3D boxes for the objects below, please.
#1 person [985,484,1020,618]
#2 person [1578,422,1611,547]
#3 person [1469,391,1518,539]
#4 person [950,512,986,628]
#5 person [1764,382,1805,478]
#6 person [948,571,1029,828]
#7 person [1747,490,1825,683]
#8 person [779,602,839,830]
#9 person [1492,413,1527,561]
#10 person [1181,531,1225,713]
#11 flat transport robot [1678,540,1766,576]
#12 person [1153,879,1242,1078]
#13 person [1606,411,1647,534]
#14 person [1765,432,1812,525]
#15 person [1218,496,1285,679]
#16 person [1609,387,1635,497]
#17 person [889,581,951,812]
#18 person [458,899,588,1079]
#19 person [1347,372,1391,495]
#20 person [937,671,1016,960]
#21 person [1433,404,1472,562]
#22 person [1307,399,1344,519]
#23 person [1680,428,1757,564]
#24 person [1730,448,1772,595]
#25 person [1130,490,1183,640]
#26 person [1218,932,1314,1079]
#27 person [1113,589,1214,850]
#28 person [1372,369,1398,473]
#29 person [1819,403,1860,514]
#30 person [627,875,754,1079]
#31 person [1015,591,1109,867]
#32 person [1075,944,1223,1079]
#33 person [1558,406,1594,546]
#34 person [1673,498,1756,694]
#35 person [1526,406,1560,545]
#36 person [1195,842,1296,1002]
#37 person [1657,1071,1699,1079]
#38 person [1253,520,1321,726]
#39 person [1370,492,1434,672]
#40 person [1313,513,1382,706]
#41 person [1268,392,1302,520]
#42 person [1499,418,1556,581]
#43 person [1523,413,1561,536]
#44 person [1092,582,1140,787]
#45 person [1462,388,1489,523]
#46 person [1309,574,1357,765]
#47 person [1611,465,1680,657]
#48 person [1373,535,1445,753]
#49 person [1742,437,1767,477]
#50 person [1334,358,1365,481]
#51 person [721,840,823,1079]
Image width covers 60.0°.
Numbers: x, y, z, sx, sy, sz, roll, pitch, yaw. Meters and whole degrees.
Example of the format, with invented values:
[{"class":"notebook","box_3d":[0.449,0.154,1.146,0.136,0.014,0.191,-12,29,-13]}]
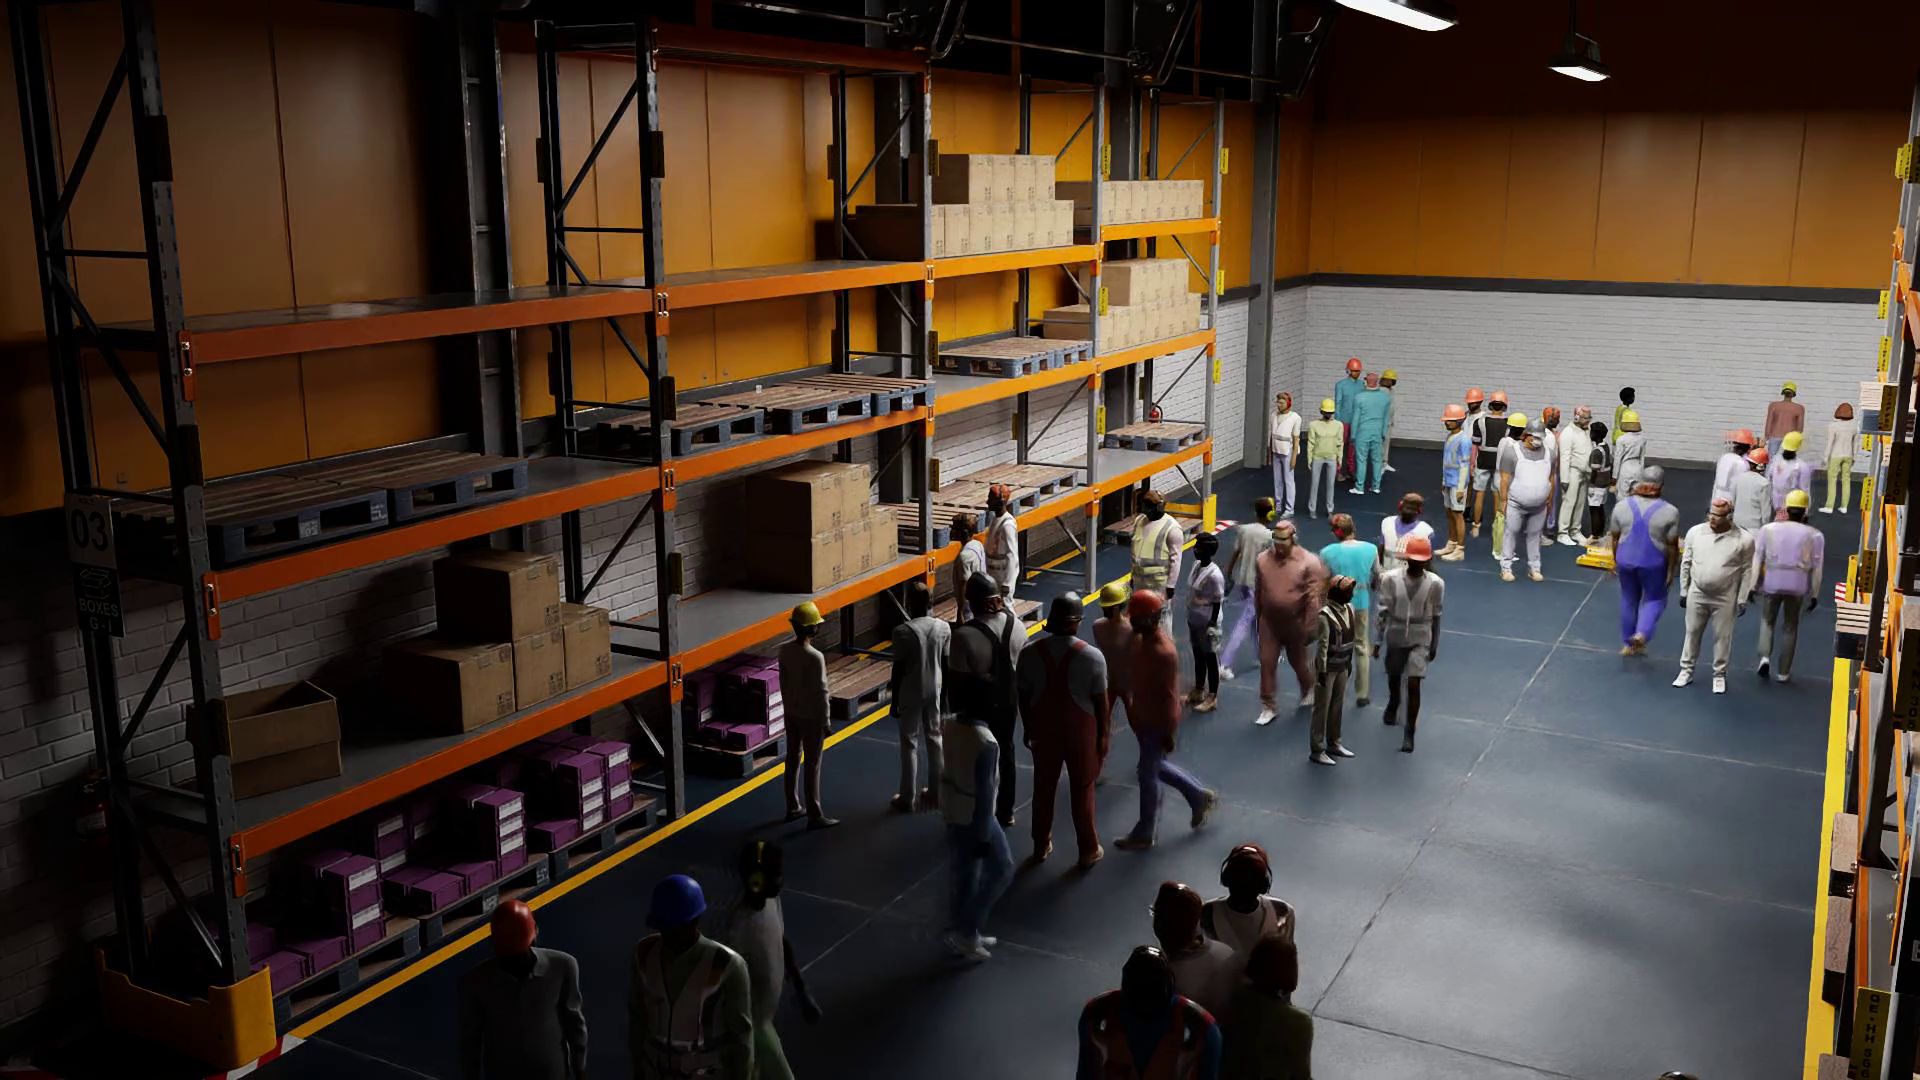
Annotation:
[{"class":"person","box_3d":[0.417,0.363,16.842,0.362,1.882,0.576,-2,13,-11]},{"class":"person","box_3d":[8.503,-0.738,22.204,0.321,1.694,0.534,8,15,32]},{"class":"person","box_3d":[7.273,-1.026,22.730,0.613,2.032,0.411,3,13,13]},{"class":"person","box_3d":[0.081,0.639,15.719,0.345,1.838,0.507,4,13,16]},{"class":"person","box_3d":[12.804,-1.587,25.863,0.538,1.751,0.340,7,14,28]},{"class":"person","box_3d":[0.166,1.217,12.658,0.681,2.000,0.535,-9,15,-34]},{"class":"person","box_3d":[8.130,0.451,16.402,0.657,1.901,0.470,6,14,26]},{"class":"person","box_3d":[-1.172,1.336,12.746,0.315,1.770,0.524,-12,17,-43]},{"class":"person","box_3d":[7.098,-0.686,21.464,0.393,1.918,0.585,2,13,7]},{"class":"person","box_3d":[2.268,0.754,15.506,0.318,1.700,0.536,-4,13,-19]},{"class":"flat transport robot","box_3d":[9.638,0.202,21.200,1.431,0.197,0.652,10,16,38]},{"class":"person","box_3d":[0.948,2.439,7.494,0.651,1.907,0.409,-10,16,-37]},{"class":"person","box_3d":[9.163,-0.906,22.855,0.484,1.738,0.321,-4,13,-19]},{"class":"person","box_3d":[10.175,-0.434,20.494,1.033,1.860,0.647,-2,13,-9]},{"class":"person","box_3d":[2.884,0.471,16.566,1.037,1.814,0.548,-9,16,-36]},{"class":"person","box_3d":[10.242,-1.518,25.684,0.318,1.697,0.533,1,13,5]},{"class":"person","box_3d":[-0.314,1.228,13.084,0.500,1.840,0.347,-7,14,-28]},{"class":"person","box_3d":[-2.016,2.472,7.722,0.574,1.738,0.353,-4,13,-18]},{"class":"person","box_3d":[6.321,-1.645,25.810,0.678,1.899,0.395,-4,13,-16]},{"class":"person","box_3d":[0.099,1.751,10.584,0.449,1.907,0.595,-7,14,-29]},{"class":"person","box_3d":[6.346,-0.741,21.453,0.415,2.035,0.609,-1,13,-4]},{"class":"person","box_3d":[5.257,-1.165,23.962,0.525,1.761,0.340,0,13,0]},{"class":"person","box_3d":[9.377,-0.443,20.443,0.932,1.899,0.544,0,13,0]},{"class":"person","box_3d":[9.411,-0.227,19.774,0.329,1.751,0.566,-5,13,-20]},{"class":"person","box_3d":[1.937,0.401,16.763,0.429,1.844,0.625,-11,17,-40]},{"class":"person","box_3d":[1.322,2.567,7.565,0.535,1.610,0.452,9,16,36]},{"class":"person","box_3d":[1.534,1.314,12.421,0.792,1.958,0.642,-3,13,-15]},{"class":"person","box_3d":[7.089,-1.978,27.661,0.487,1.738,0.317,-12,17,-42]},{"class":"person","box_3d":[12.902,-1.197,24.388,0.507,1.633,0.276,-1,13,-5]},{"class":"person","box_3d":[-1.226,2.415,7.505,0.616,1.945,0.399,5,13,20]},{"class":"person","box_3d":[0.768,1.350,12.063,0.674,2.000,0.535,4,13,19]},{"class":"person","box_3d":[0.787,2.572,7.078,0.623,1.835,0.431,3,13,14]},{"class":"person","box_3d":[8.283,-0.867,22.336,0.653,1.894,0.401,-11,16,-40]},{"class":"person","box_3d":[7.263,0.531,16.041,0.642,1.905,0.399,9,15,35]},{"class":"person","box_3d":[7.840,-0.860,22.340,0.374,1.880,0.580,0,13,-2]},{"class":"person","box_3d":[1.329,2.340,7.987,0.575,1.883,0.362,-3,13,-12]},{"class":"person","box_3d":[2.463,2.778,5.902,0.373,1.940,0.628,-5,13,-20]},{"class":"person","box_3d":[3.002,0.717,15.250,0.650,1.881,0.798,7,14,28]},{"class":"person","box_3d":[4.486,0.395,16.861,0.687,1.811,0.580,-11,17,-42]},{"class":"person","box_3d":[3.741,0.649,15.716,0.790,1.815,0.565,-2,13,-7]},{"class":"person","box_3d":[4.700,-1.225,24.051,0.388,1.837,0.561,-8,15,-31]},{"class":"person","box_3d":[6.950,-0.498,20.338,0.679,2.000,0.535,0,13,-1]},{"class":"person","box_3d":[8.057,-0.927,22.881,0.529,1.767,0.329,6,14,26]},{"class":"person","box_3d":[1.329,1.168,13.639,0.524,1.734,0.888,9,15,34]},{"class":"person","box_3d":[7.328,-1.215,23.797,0.387,1.931,0.543,-5,14,-23]},{"class":"person","box_3d":[3.182,1.091,14.156,0.313,1.634,0.514,12,17,42]},{"class":"person","box_3d":[7.036,0.221,17.119,0.691,2.000,0.642,11,16,39]},{"class":"person","box_3d":[3.962,0.843,14.692,0.573,1.903,0.895,5,13,19]},{"class":"person","box_3d":[10.114,-0.518,21.361,0.313,1.631,0.525,2,13,7]},{"class":"person","box_3d":[6.332,-1.953,26.955,0.611,1.996,0.387,-6,14,-23]},{"class":"person","box_3d":[-1.009,2.328,8.195,0.976,1.820,0.516,3,13,12]}]
